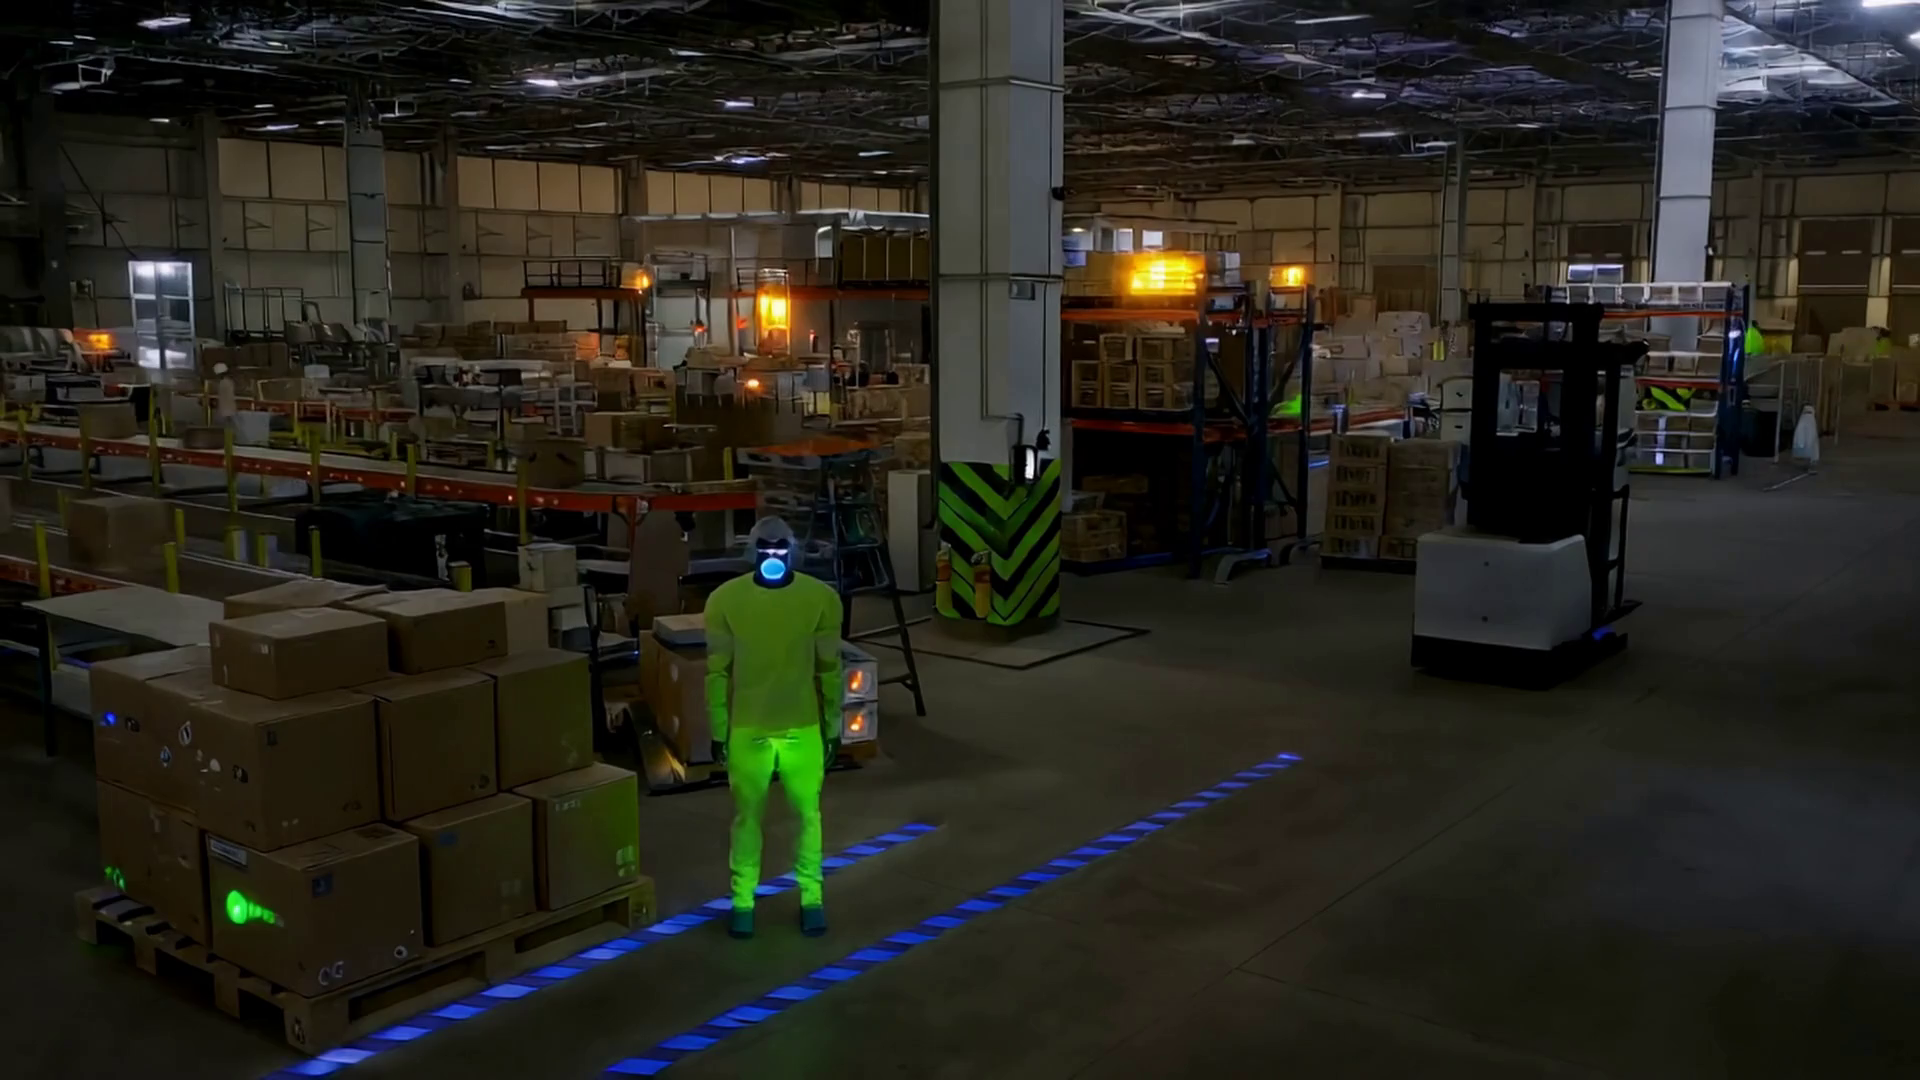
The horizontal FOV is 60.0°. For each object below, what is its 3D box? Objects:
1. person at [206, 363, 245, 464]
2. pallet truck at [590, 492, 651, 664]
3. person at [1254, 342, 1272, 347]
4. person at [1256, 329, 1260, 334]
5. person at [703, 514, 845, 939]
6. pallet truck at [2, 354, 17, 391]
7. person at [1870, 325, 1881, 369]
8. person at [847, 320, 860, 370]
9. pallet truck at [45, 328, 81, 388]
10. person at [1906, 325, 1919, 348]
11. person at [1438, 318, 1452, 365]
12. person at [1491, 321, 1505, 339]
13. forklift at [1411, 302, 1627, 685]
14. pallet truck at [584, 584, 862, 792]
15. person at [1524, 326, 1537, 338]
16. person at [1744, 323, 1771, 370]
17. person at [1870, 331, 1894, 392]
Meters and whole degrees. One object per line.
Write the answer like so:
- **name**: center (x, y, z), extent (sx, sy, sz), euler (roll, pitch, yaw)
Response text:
- **person**: center (-12.382, -2.099, 27.887), extent (0.871, 1.721, 0.552), euler (1, 8, 5)
- **pallet truck**: center (-3.115, 0.344, 12.883), extent (0.653, 1.274, 1.630), euler (7, 11, 37)
- **person**: center (16.051, -11.143, 88.136), extent (1.008, 1.942, 0.606), euler (6, 10, 33)
- **person**: center (15.656, -10.746, 86.054), extent (0.621, 1.797, 0.948), euler (-3, 9, -21)
- **person**: center (-0.829, 0.836, 7.474), extent (0.624, 1.931, 0.378), euler (-1, 8, -6)
- **pallet truck**: center (-24.881, -4.417, 42.634), extent (1.885, 1.965, 0.823), euler (8, 11, 41)
- **person**: center (35.271, -7.444, 64.047), extent (0.317, 1.695, 0.540), euler (6, 11, 37)
- **person**: center (-4.002, -7.321, 62.582), extent (0.572, 1.887, 0.354), euler (-6, 11, -37)
- **pallet truck**: center (-23.775, -4.544, 43.495), extent (1.885, 1.965, 0.823), euler (6, 10, 35)
- **person**: center (31.399, -6.108, 54.457), extent (0.645, 1.898, 1.014), euler (1, 8, 6)
- **person**: center (19.675, -8.066, 67.579), extent (0.528, 1.905, 0.633), euler (-5, 10, -30)
- **person**: center (18.315, -6.533, 56.939), extent (0.621, 1.980, 0.559), euler (2, 9, 10)
- **forklift**: center (4.379, -0.438, 12.852), extent (1.129, 2.768, 1.873), euler (7, 11, 37)
- **pallet truck**: center (-1.426, 0.805, 10.019), extent (1.601, 1.201, 0.680), euler (-4, 9, -26)
- **person**: center (15.121, -4.666, 44.167), extent (0.699, 2.000, 0.605), euler (-3, 9, -17)
- **person**: center (30.074, -7.291, 62.695), extent (0.957, 1.790, 0.658), euler (6, 11, 36)
- **person**: center (26.765, -5.116, 47.938), extent (0.961, 1.817, 0.551), euler (0, 8, 2)
